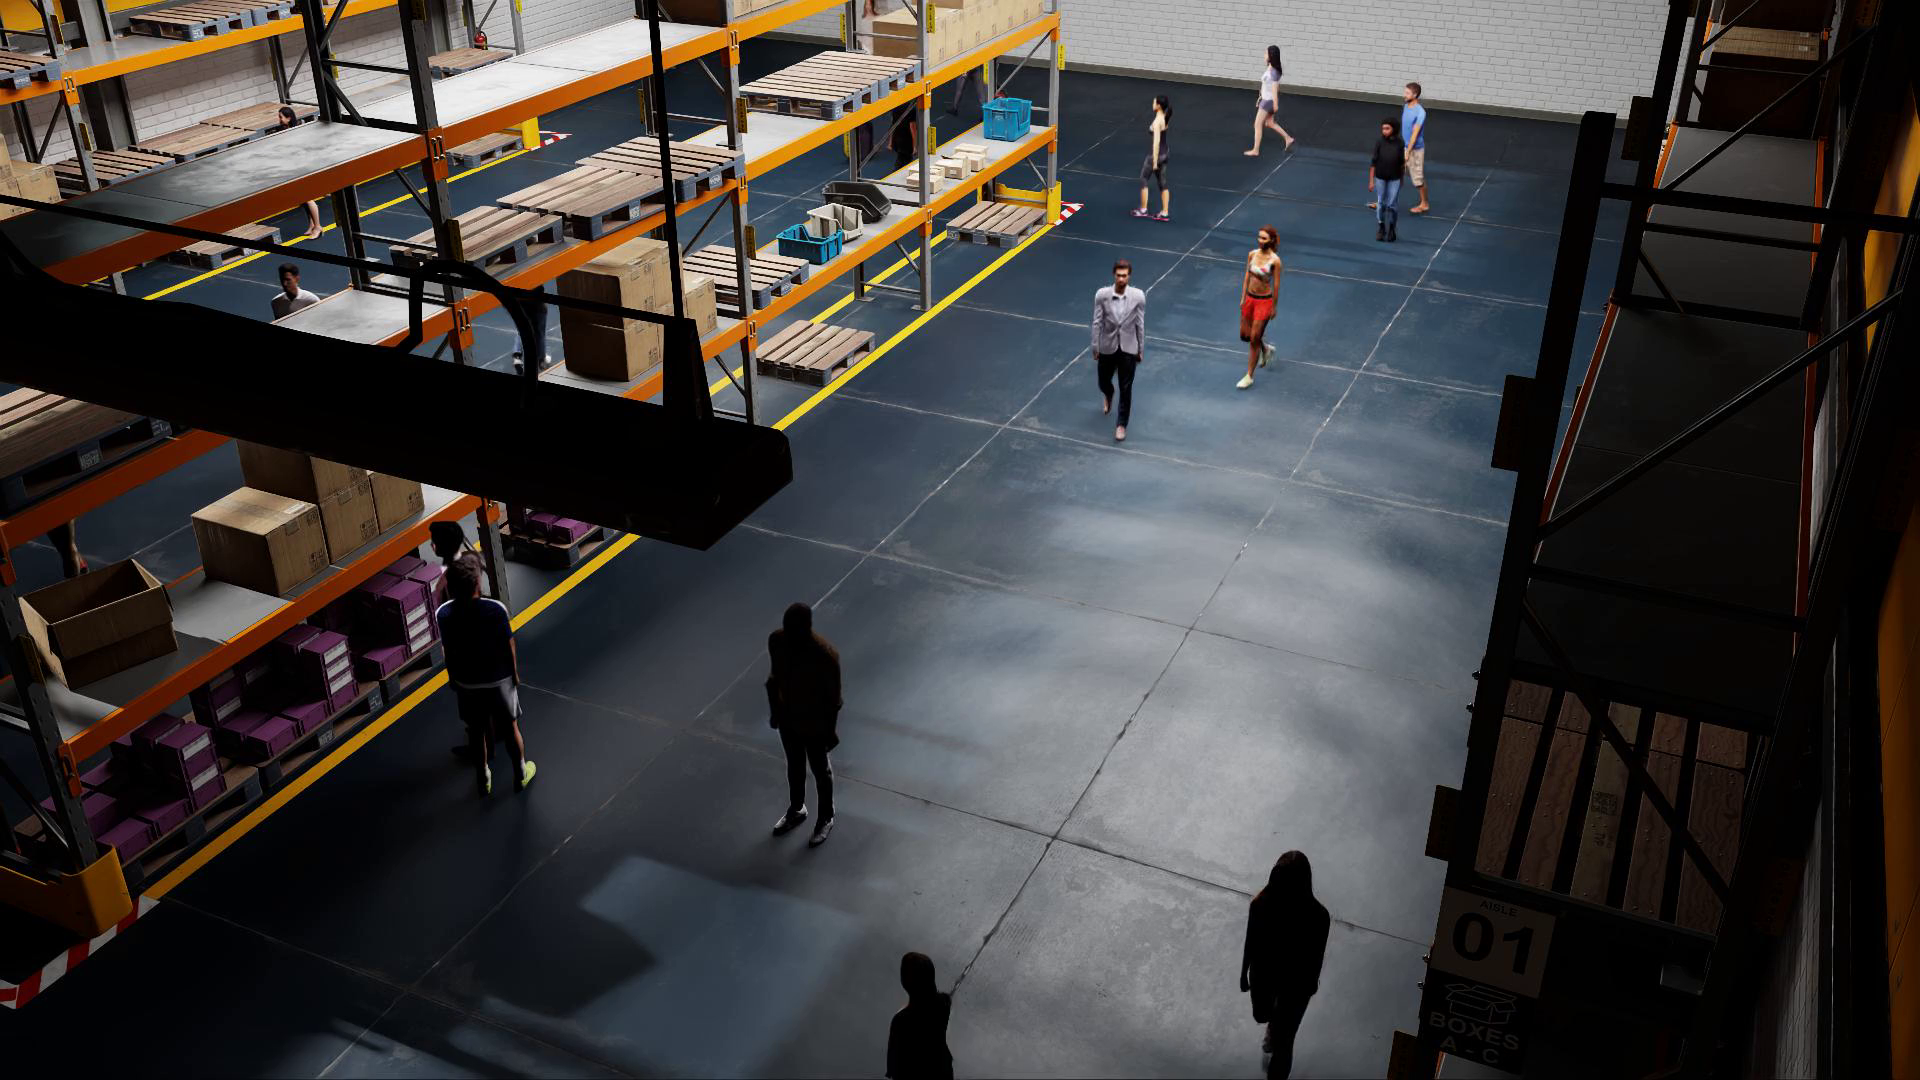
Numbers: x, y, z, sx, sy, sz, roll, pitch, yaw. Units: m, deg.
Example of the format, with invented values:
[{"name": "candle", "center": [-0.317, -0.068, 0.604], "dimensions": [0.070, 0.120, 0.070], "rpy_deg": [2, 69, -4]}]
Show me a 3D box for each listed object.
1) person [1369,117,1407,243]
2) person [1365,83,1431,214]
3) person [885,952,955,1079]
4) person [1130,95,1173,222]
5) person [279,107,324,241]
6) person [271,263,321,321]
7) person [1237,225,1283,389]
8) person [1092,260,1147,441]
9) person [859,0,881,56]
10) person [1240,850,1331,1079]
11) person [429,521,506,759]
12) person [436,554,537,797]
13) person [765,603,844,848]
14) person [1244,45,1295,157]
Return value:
[{"name": "person", "center": [5.715, -4.797, 22.113], "dimensions": [0.597, 1.680, 0.679], "rpy_deg": [5, 29, 8]}, {"name": "person", "center": [6.348, -5.409, 23.097], "dimensions": [1.224, 1.812, 1.160], "rpy_deg": [-10, 30, -17]}, {"name": "person", "center": [-0.142, 2.765, 8.399], "dimensions": [0.771, 1.537, 0.802], "rpy_deg": [-14, 32, -24]}, {"name": "person", "center": [2.815, -5.227, 22.869], "dimensions": [0.678, 1.710, 0.770], "rpy_deg": [17, 33, 28]}, {"name": "person", "center": [-8.823, -4.905, 22.217], "dimensions": [0.804, 1.769, 0.778], "rpy_deg": [-18, 33, -29]}, {"name": "person", "center": [-6.518, -1.873, 16.564], "dimensions": [0.735, 1.860, 0.674], "rpy_deg": [3, 29, 6]}, {"name": "person", "center": [3.252, -2.536, 17.862], "dimensions": [0.973, 1.781, 0.768], "rpy_deg": [-26, 38, -38]}, {"name": "person", "center": [1.607, -1.962, 16.752], "dimensions": [0.837, 1.836, 1.020], "rpy_deg": [4, 29, 8]}, {"name": "person", "center": [-1.511, -8.688, 29.250], "dimensions": [0.713, 1.676, 1.138], "rpy_deg": [11, 30, 19]}, {"name": "person", "center": [1.762, 2.329, 9.042], "dimensions": [0.596, 1.687, 1.071], "rpy_deg": [13, 31, 22]}, {"name": "person", "center": [-3.493, 0.699, 11.849], "dimensions": [0.823, 1.860, 0.700], "rpy_deg": [0, 29, -1]}, {"name": "person", "center": [-3.277, 0.938, 11.438], "dimensions": [0.722, 1.834, 0.733], "rpy_deg": [-3, 29, -6]}, {"name": "person", "center": [-1.021, 1.175, 11.014], "dimensions": [0.745, 1.824, 0.620], "rpy_deg": [17, 33, 28]}, {"name": "person", "center": [4.870, -6.786, 25.759], "dimensions": [0.936, 1.680, 1.049], "rpy_deg": [0, 29, 0]}]
